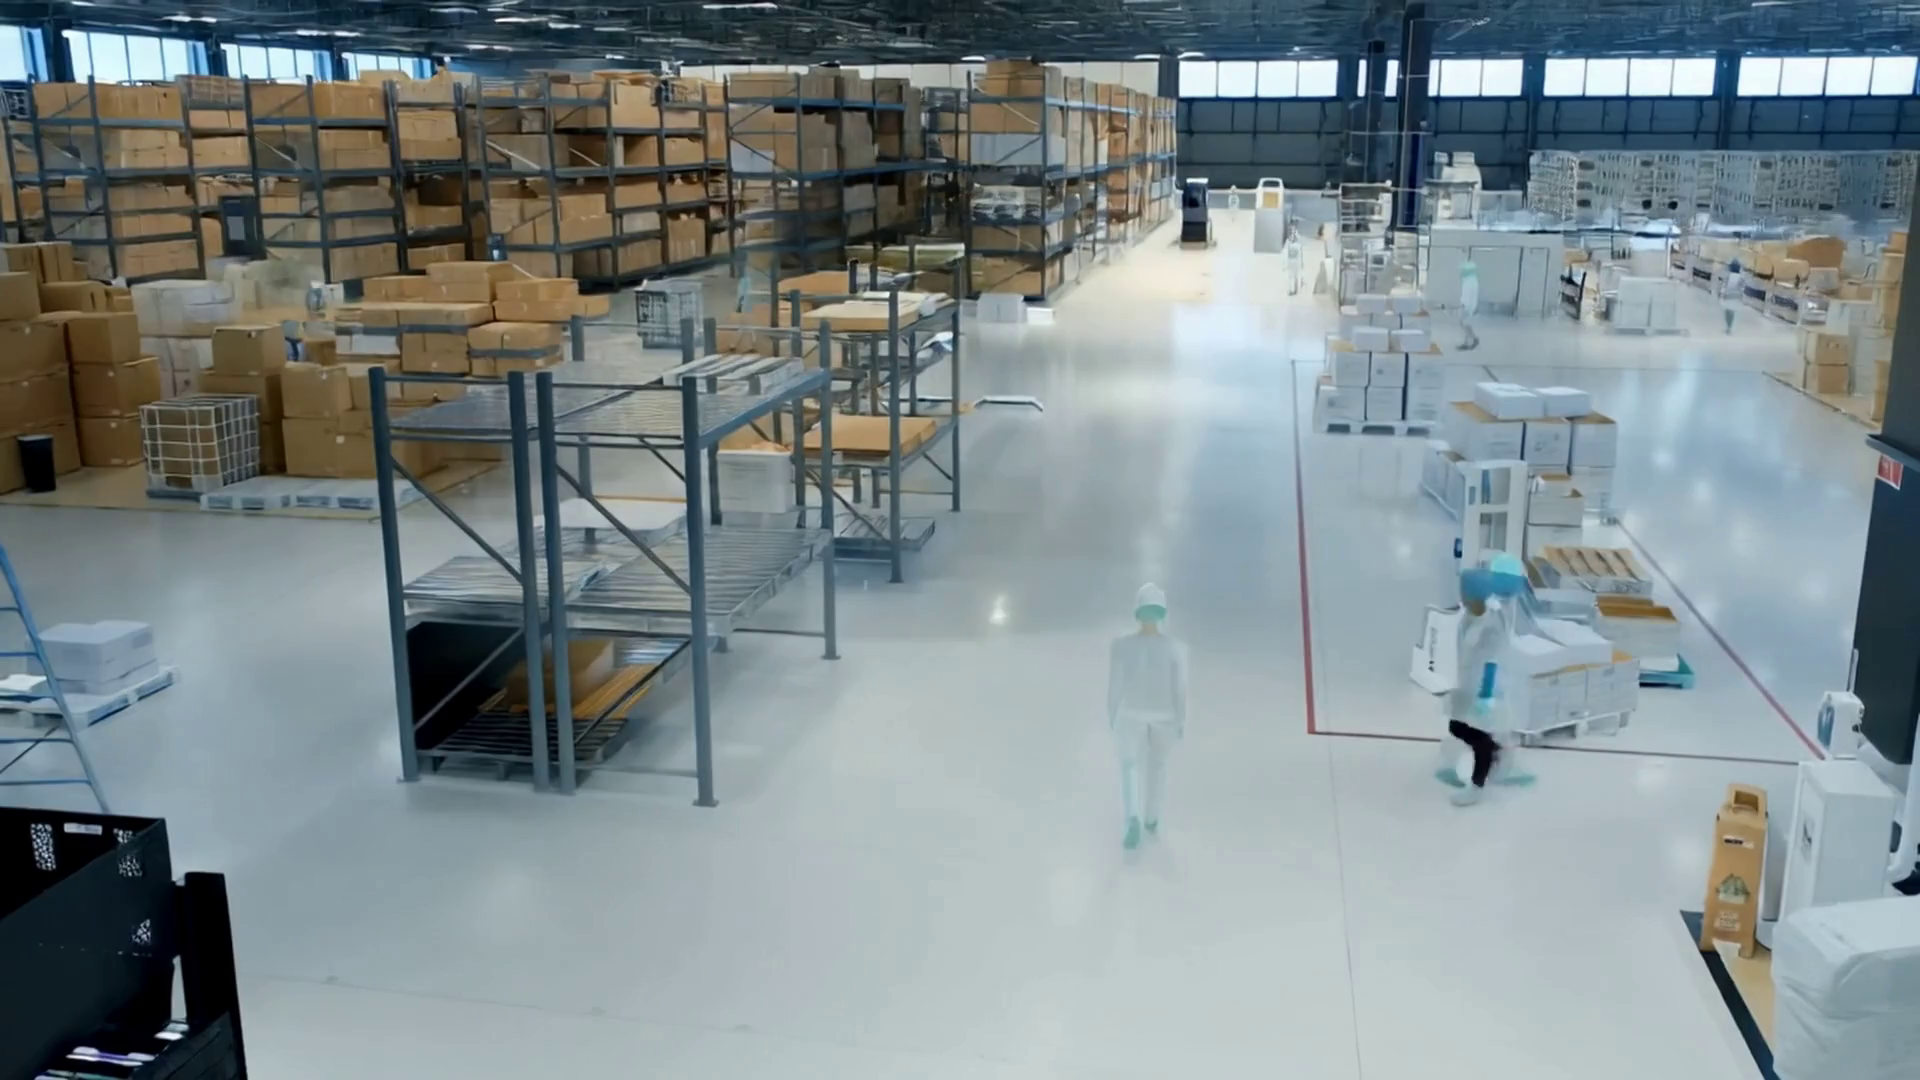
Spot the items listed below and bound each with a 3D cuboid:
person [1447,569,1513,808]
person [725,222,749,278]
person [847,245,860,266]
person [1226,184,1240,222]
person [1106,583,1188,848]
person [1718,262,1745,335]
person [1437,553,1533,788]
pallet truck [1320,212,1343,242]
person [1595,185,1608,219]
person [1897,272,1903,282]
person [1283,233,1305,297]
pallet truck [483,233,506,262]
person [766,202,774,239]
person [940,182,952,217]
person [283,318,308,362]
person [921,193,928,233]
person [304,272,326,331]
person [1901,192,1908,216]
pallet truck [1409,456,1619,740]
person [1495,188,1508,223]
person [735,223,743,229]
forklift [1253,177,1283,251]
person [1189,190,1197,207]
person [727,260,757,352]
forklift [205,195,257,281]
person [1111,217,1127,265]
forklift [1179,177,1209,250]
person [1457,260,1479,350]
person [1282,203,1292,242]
[{"bbox_3d":[3.637,1.019,11.529,0.458,1.673,0.550,-3,14,-11],"label":"person"},{"bbox_3d":[-7.133,-9.331,53.167,0.630,1.877,0.897,8,16,28],"label":"person"},{"bbox_3d":[-2.833,-6.885,43.589,0.535,1.699,0.318,3,14,14],"label":"person"},{"bbox_3d":[13.999,-17.321,85.547,0.627,1.901,0.964,-5,15,-20],"label":"person"},{"bbox_3d":[1.221,1.161,10.838,0.530,1.746,0.647,1,14,3],"label":"person"},{"bbox_3d":[17.779,-5.565,38.322,0.532,1.654,0.852,2,14,9],"label":"person"},{"bbox_3d":[3.771,0.954,11.741,0.751,1.703,0.582,10,17,35],"label":"person"},{"bbox_3d":[15.874,-13.227,70.310,0.680,1.201,1.601,10,17,35],"label":"pallet truck"},{"bbox_3d":[31.480,-16.419,81.747,0.724,1.969,0.642,-2,14,-8],"label":"person"},{"bbox_3d":[20.407,-5.083,35.569,0.688,2.000,0.536,2,14,8],"label":"person"},{"bbox_3d":[9.470,-7.804,47.146,0.606,1.798,0.916,3,14,13],"label":"person"},{"bbox_3d":[-11.832,-7.026,43.548,1.885,1.965,0.823,8,16,28],"label":"pallet truck"},{"bbox_3d":[-7.389,-12.216,64.843,0.452,1.887,0.670,3,14,13],"label":"person"},{"bbox_3d":[-0.761,-18.532,90.474,0.669,1.887,0.521,3,14,11],"label":"person"},{"bbox_3d":[-10.115,-2.464,25.337,0.340,1.845,0.512,4,14,16],"label":"person"},{"bbox_3d":[-1.605,-14.972,75.930,0.548,1.938,0.358,1,14,5],"label":"person"},{"bbox_3d":[-12.663,-4.297,32.633,0.671,1.920,0.550,3,14,11],"label":"person"},{"bbox_3d":[44.198,-15.396,77.929,0.584,1.810,0.618,4,15,17],"label":"person"},{"bbox_3d":[4.504,0.400,13.395,0.823,1.965,1.885,-6,15,-23],"label":"pallet truck"},{"bbox_3d":[26.013,-15.933,79.895,0.643,1.909,0.410,9,16,32],"label":"person"},{"bbox_3d":[-8.246,-11.331,61.854,0.871,1.594,0.525,3,14,11],"label":"person"},{"bbox_3d":[12.083,-12.747,64.956,1.129,2.768,1.873,3,14,10],"label":"forklift"},{"bbox_3d":[12.656,-18.411,90.392,0.907,1.693,0.507,13,19,43],"label":"person"},{"bbox_3d":[-4.660,-4.925,35.131,0.780,1.938,0.630,-2,14,-6],"label":"person"},{"bbox_3d":[-20.652,-8.462,47.561,1.129,2.768,1.873,3,14,10],"label":"forklift"},{"bbox_3d":[5.477,-10.451,58.171,0.872,1.634,0.582,9,16,32],"label":"person"},{"bbox_3d":[9.241,-12.868,65.448,1.129,2.768,1.873,3,14,10],"label":"forklift"},{"bbox_3d":[10.784,-4.991,35.435,0.407,1.918,0.555,-1,14,-3],"label":"person"},{"bbox_3d":[13.780,-13.443,70.351,0.507,1.631,0.268,-3,14,-13],"label":"person"}]
